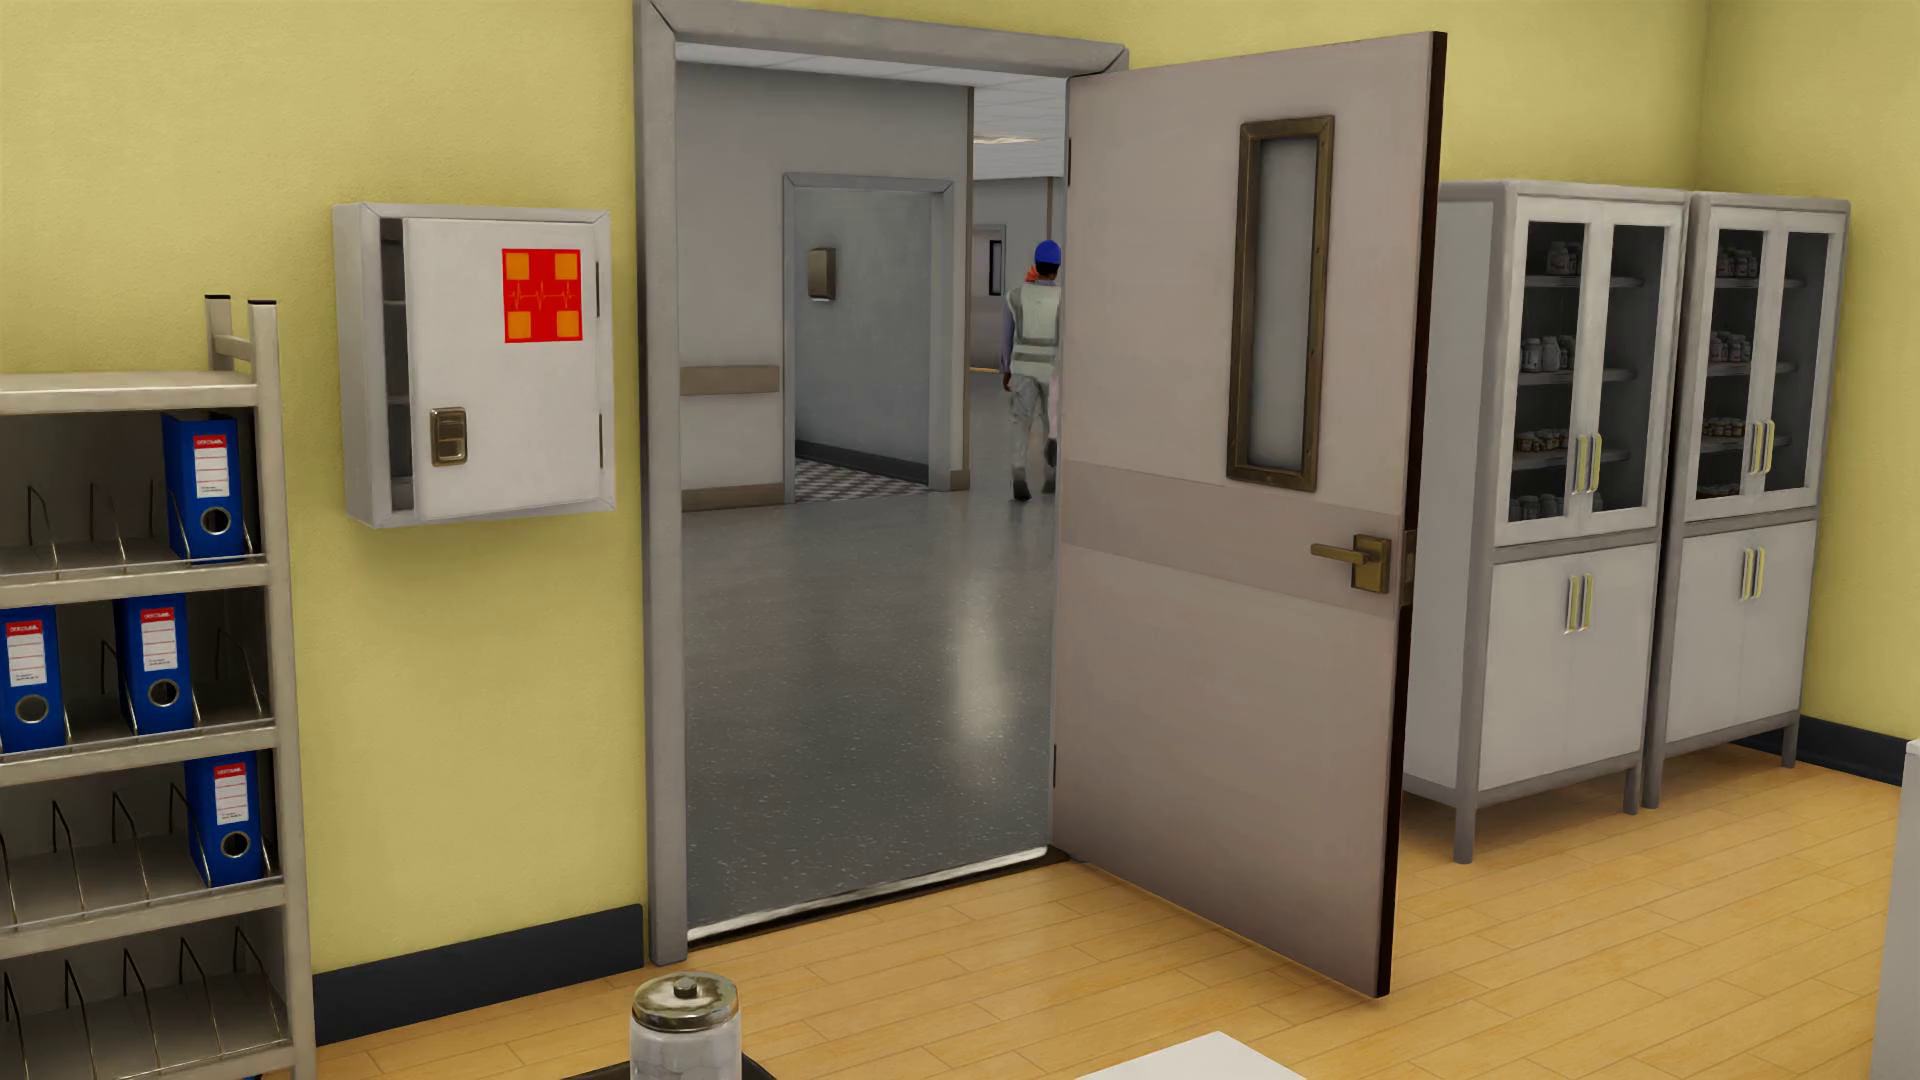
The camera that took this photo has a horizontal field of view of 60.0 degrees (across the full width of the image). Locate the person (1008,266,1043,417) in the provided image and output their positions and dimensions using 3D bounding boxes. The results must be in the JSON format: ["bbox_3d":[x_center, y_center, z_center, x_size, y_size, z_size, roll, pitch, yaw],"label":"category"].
[{"bbox_3d":[0.848,-2.204,18.611,0.905,1.696,0.585,-7,12,-37],"label":"person"}]

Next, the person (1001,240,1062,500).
[{"bbox_3d":[0.578,-1.253,12.291,0.602,1.919,0.927,3,10,11],"label":"person"}]
